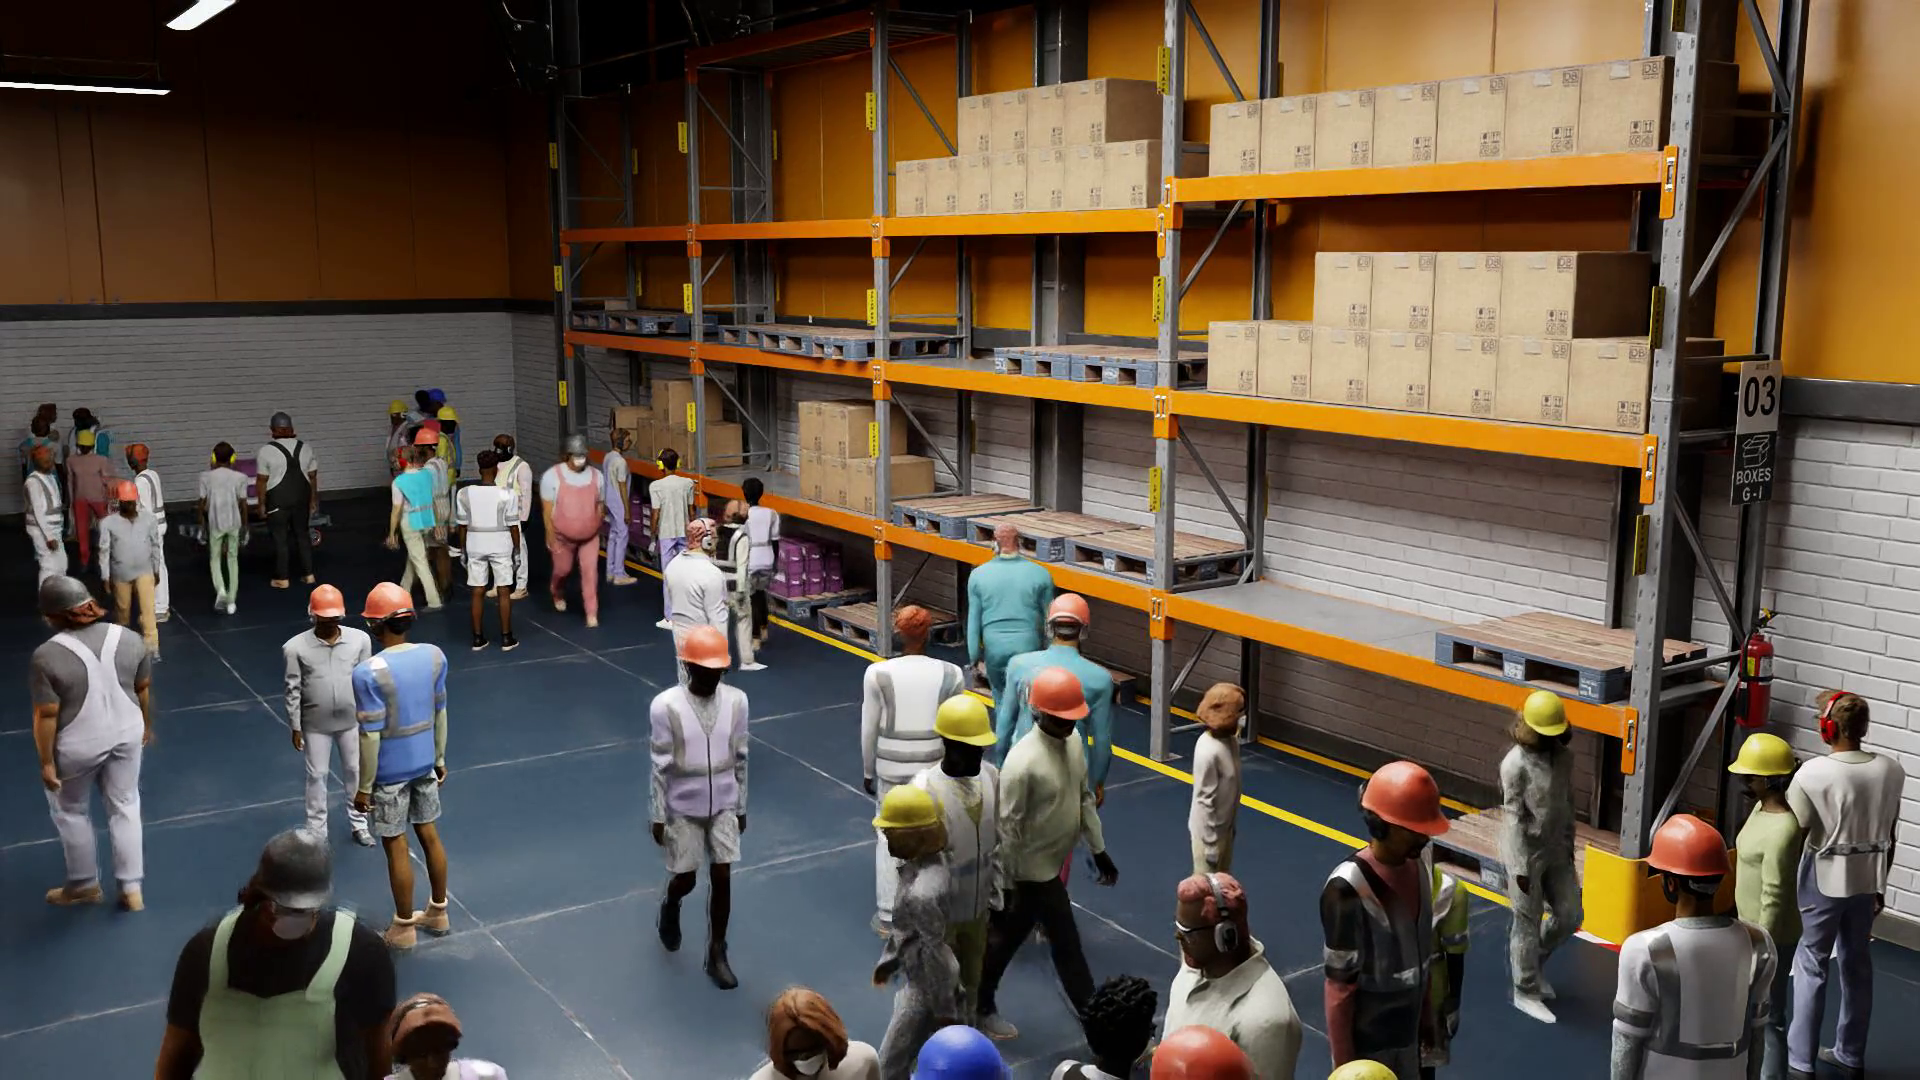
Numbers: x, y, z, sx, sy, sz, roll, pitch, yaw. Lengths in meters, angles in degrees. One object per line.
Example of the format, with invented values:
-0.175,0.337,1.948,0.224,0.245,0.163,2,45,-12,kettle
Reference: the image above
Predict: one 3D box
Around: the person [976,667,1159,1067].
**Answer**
0.428,1.522,7.842,1.066,1.923,0.609,4,11,24,person

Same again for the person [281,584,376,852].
-4.000,1.136,10.620,0.566,1.744,0.350,-6,12,-33,person

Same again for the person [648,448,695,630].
-2.943,-0.014,17.025,0.519,1.865,0.326,-6,12,-33,person

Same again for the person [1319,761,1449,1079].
1.552,1.775,6.045,0.613,2.031,0.410,-9,13,-44,person

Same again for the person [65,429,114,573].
-10.600,-0.513,20.332,0.532,1.731,0.828,-2,10,-11,person

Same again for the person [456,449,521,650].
-4.543,0.100,16.087,0.609,1.958,0.374,0,10,-2,person

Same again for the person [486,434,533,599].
-5.058,-0.263,18.542,0.625,1.846,0.429,5,11,25,person

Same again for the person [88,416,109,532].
-12.016,-0.930,23.073,0.497,1.633,0.288,5,11,25,person

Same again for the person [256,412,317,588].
-7.810,-0.480,19.238,0.537,2.000,0.689,8,13,40,person

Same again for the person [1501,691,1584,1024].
2.872,1.563,8.233,0.510,1.710,0.339,-5,11,-28,person

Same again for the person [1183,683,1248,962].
1.336,1.530,8.661,0.284,1.624,0.505,5,11,26,person

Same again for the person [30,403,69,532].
-12.346,-0.949,22.589,0.592,1.833,0.537,6,11,32,person

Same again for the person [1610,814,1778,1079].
2.461,1.884,5.697,0.543,1.929,0.386,-1,10,-6,person

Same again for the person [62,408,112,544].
-11.610,-0.833,22.001,0.636,1.802,0.904,2,10,12,person

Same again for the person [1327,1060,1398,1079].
1.023,2.202,4.399,0.319,1.738,0.484,-1,10,-7,person

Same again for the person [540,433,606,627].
-4.002,-0.141,17.245,0.685,2.000,0.790,-4,11,-25,person

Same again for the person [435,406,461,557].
-6.518,-0.744,21.150,0.404,1.918,0.589,-3,10,-16,person

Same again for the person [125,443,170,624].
-8.452,-0.072,17.306,0.358,1.881,0.574,-3,10,-16,person

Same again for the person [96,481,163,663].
-7.869,0.278,15.780,0.571,1.709,0.915,-8,12,-39,person

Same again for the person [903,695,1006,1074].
-0.006,1.609,7.329,0.396,1.920,0.586,9,13,42,person

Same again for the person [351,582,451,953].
-3.086,1.240,9.135,0.384,2.041,0.615,5,11,28,person

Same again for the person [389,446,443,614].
-5.912,-0.111,17.790,0.939,1.792,0.588,4,11,23,person

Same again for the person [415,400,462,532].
-7.201,-1.009,22.971,0.631,1.835,0.432,-2,10,-13,person

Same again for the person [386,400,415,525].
-7.791,-1.053,23.236,0.592,1.825,0.403,9,13,44,person

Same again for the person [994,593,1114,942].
0.510,1.279,9.159,0.658,1.956,0.606,3,10,15,person

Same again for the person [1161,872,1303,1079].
0.812,1.971,5.288,0.400,1.896,0.653,-3,10,-15,person

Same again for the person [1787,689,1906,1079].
4.020,1.602,7.619,0.562,1.836,0.388,-2,10,-11,person

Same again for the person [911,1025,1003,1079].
0.003,2.165,4.180,0.601,1.898,1.029,-5,11,-28,person

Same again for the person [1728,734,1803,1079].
3.483,1.702,7.258,0.341,1.760,0.525,3,10,18,person

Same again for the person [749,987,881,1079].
-0.414,2.131,5.177,0.561,1.601,0.413,-5,11,-29,person

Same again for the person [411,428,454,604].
-5.799,-0.265,18.273,0.377,1.936,0.549,-1,10,-4,person

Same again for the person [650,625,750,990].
-1.371,1.365,8.744,0.554,1.923,0.591,-5,11,-28,person

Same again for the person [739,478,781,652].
-2.032,0.231,16.115,0.543,1.681,0.545,-7,12,-37,person

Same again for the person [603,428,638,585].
-3.957,-0.385,19.303,0.351,1.834,0.518,-6,11,-32,person

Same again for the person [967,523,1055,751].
0.392,0.798,12.300,0.663,1.852,0.980,1,10,7,person

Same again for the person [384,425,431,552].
-7.083,-0.673,21.450,0.718,1.659,0.564,-2,10,-14,person

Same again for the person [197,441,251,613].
-7.840,-0.125,17.718,0.535,1.848,0.427,-4,11,-24,person

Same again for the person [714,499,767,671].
-2.097,0.421,15.176,0.589,1.616,0.551,-9,13,-42,person

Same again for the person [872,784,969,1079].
-0.220,1.813,6.786,0.906,1.696,0.493,0,10,3,person

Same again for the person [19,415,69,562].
-11.428,-0.635,20.765,0.501,1.839,0.346,-2,10,-9,person

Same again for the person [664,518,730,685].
-1.889,0.781,12.260,0.402,1.899,0.646,-8,13,-41,person

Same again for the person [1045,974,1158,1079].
0.453,2.125,4.983,0.320,1.694,0.536,-7,12,-36,person

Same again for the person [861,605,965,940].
-0.242,1.296,9.291,0.606,1.875,0.413,-2,10,-10,person

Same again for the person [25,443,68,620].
-9.555,-0.091,17.439,0.386,1.879,0.599,-2,10,-12,person

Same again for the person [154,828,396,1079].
-2.249,1.857,5.518,0.724,2.000,1.009,0,10,0,person

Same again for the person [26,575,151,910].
-5.042,1.150,9.669,0.581,2.000,0.777,7,12,35,person

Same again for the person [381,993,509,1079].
-1.539,2.156,4.989,0.545,1.625,0.466,-5,11,-27,person

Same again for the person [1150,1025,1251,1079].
0.635,2.170,3.923,0.666,1.954,0.784,-6,11,-32,person
